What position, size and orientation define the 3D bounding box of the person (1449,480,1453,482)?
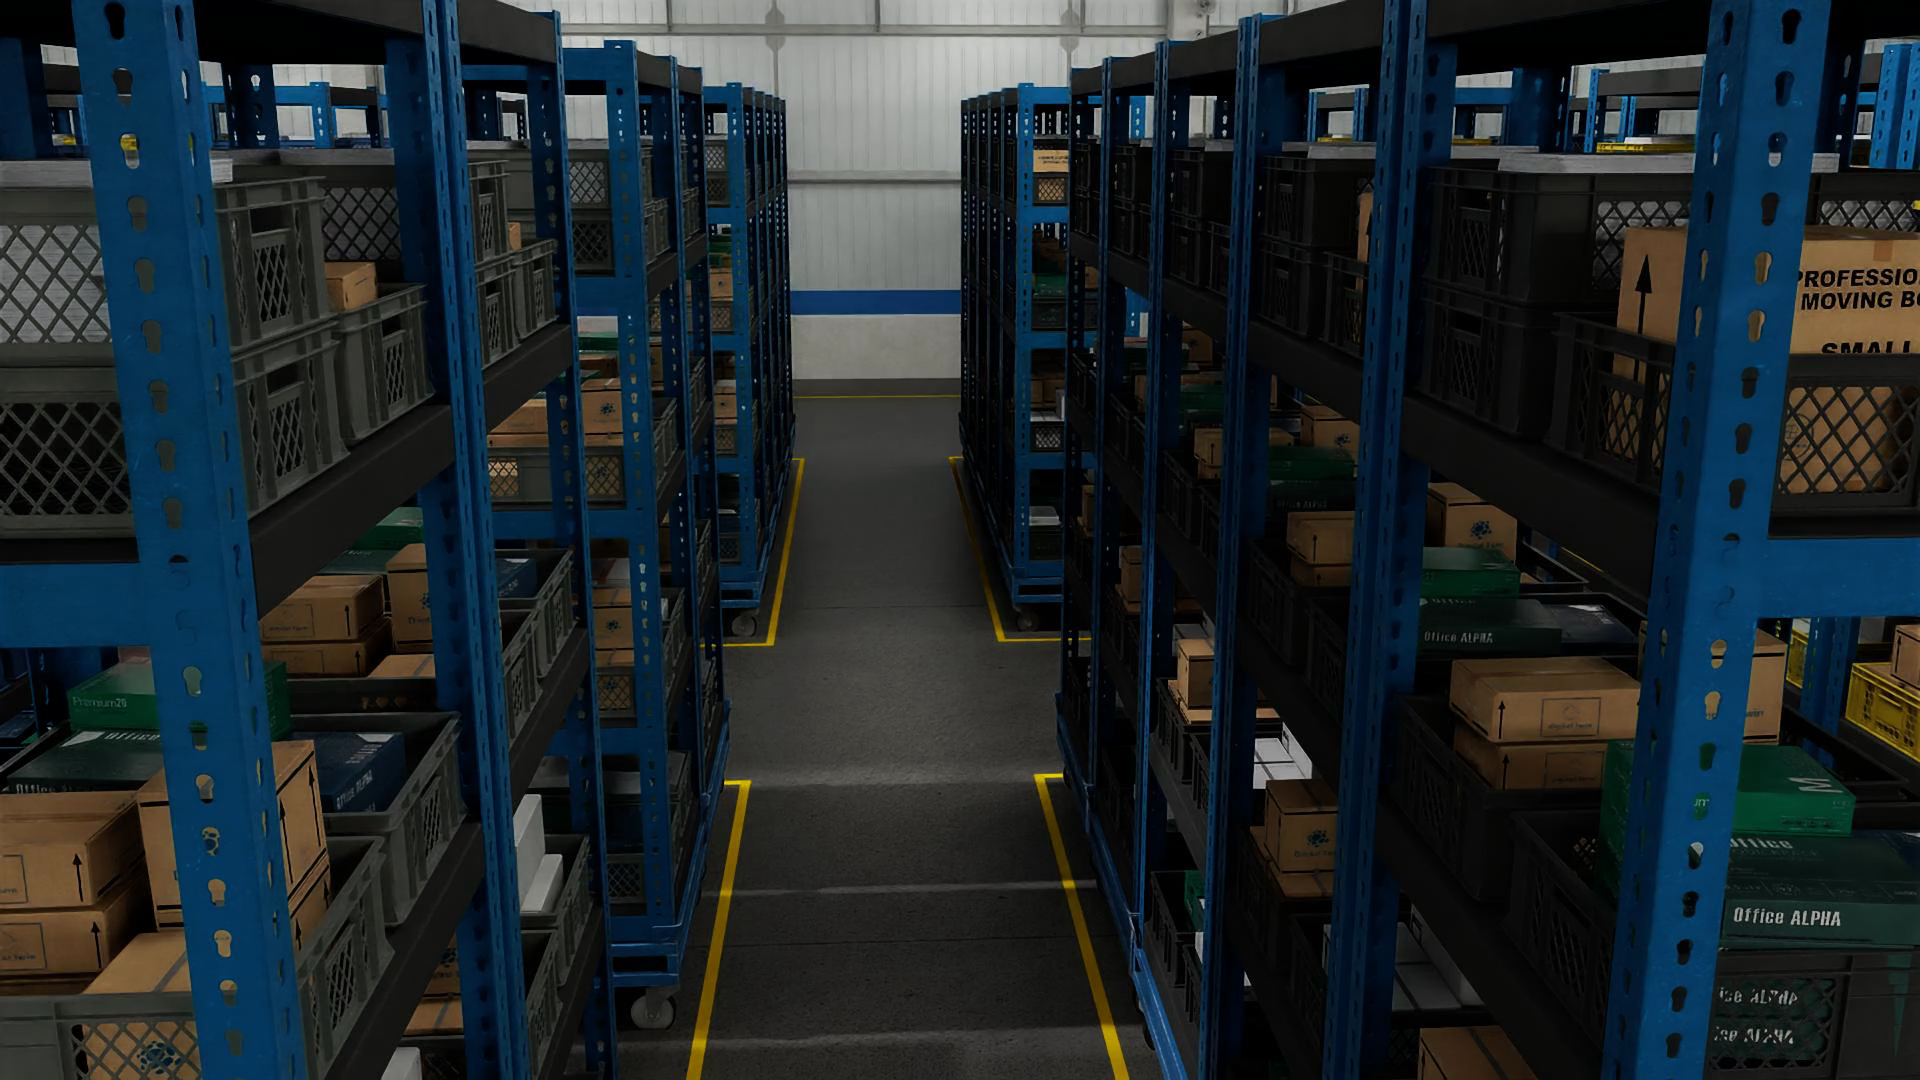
[{"bbox_3d":[4.053,-0.936,13.431,0.392,1.991,0.612,-6,15,-23],"label":"person"}]
